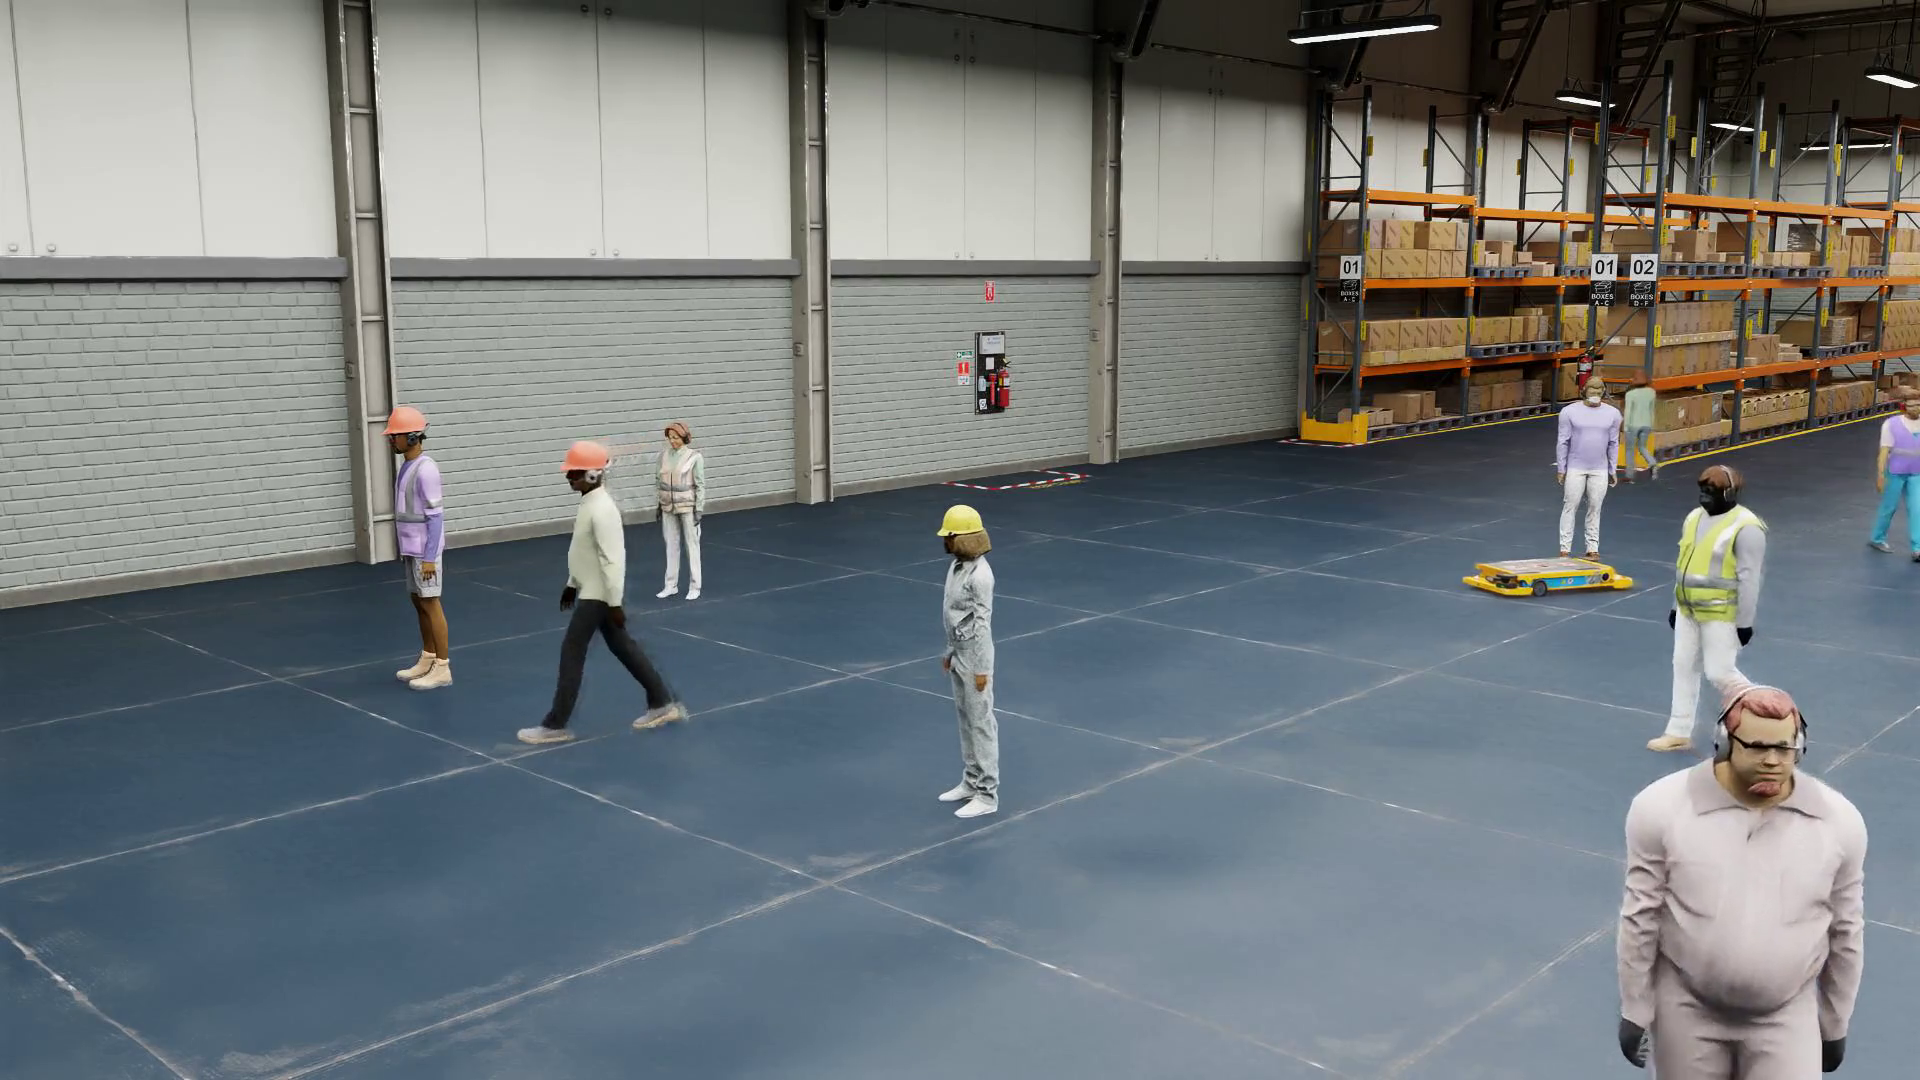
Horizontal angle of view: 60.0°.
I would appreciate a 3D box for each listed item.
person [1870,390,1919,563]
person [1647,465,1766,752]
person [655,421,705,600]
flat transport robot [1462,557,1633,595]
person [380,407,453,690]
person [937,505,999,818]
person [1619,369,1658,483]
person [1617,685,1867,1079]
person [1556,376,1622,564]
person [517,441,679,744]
[{"bbox_3d":[9.857,-0.682,17.331,0.636,1.777,0.978,1,9,4],"label":"person"},{"bbox_3d":[4.713,0.437,10.346,0.717,1.824,0.646,-2,10,-14],"label":"person"},{"bbox_3d":[-2.562,-0.268,15.216,0.510,1.639,0.308,4,10,23],"label":"person"},{"bbox_3d":[5.547,0.333,15.705,1.431,0.197,0.652,-3,10,-18],"label":"flat transport robot"},{"bbox_3d":[-3.924,0.060,11.984,0.393,2.041,0.614,-6,11,-32],"label":"person"},{"bbox_3d":[0.031,0.664,9.243,0.324,1.738,0.484,-3,10,-17],"label":"person"},{"bbox_3d":[9.519,-1.581,23.256,0.511,1.616,0.507,-3,10,-15],"label":"person"},{"bbox_3d":[2.194,1.332,4.711,0.644,1.894,0.421,3,10,19],"label":"person"},{"bbox_3d":[6.424,-0.714,17.030,0.627,1.936,0.372,1,9,6],"label":"person"},{"bbox_3d":[-2.317,0.320,10.726,1.036,1.948,0.614,-2,10,-14],"label":"person"}]
